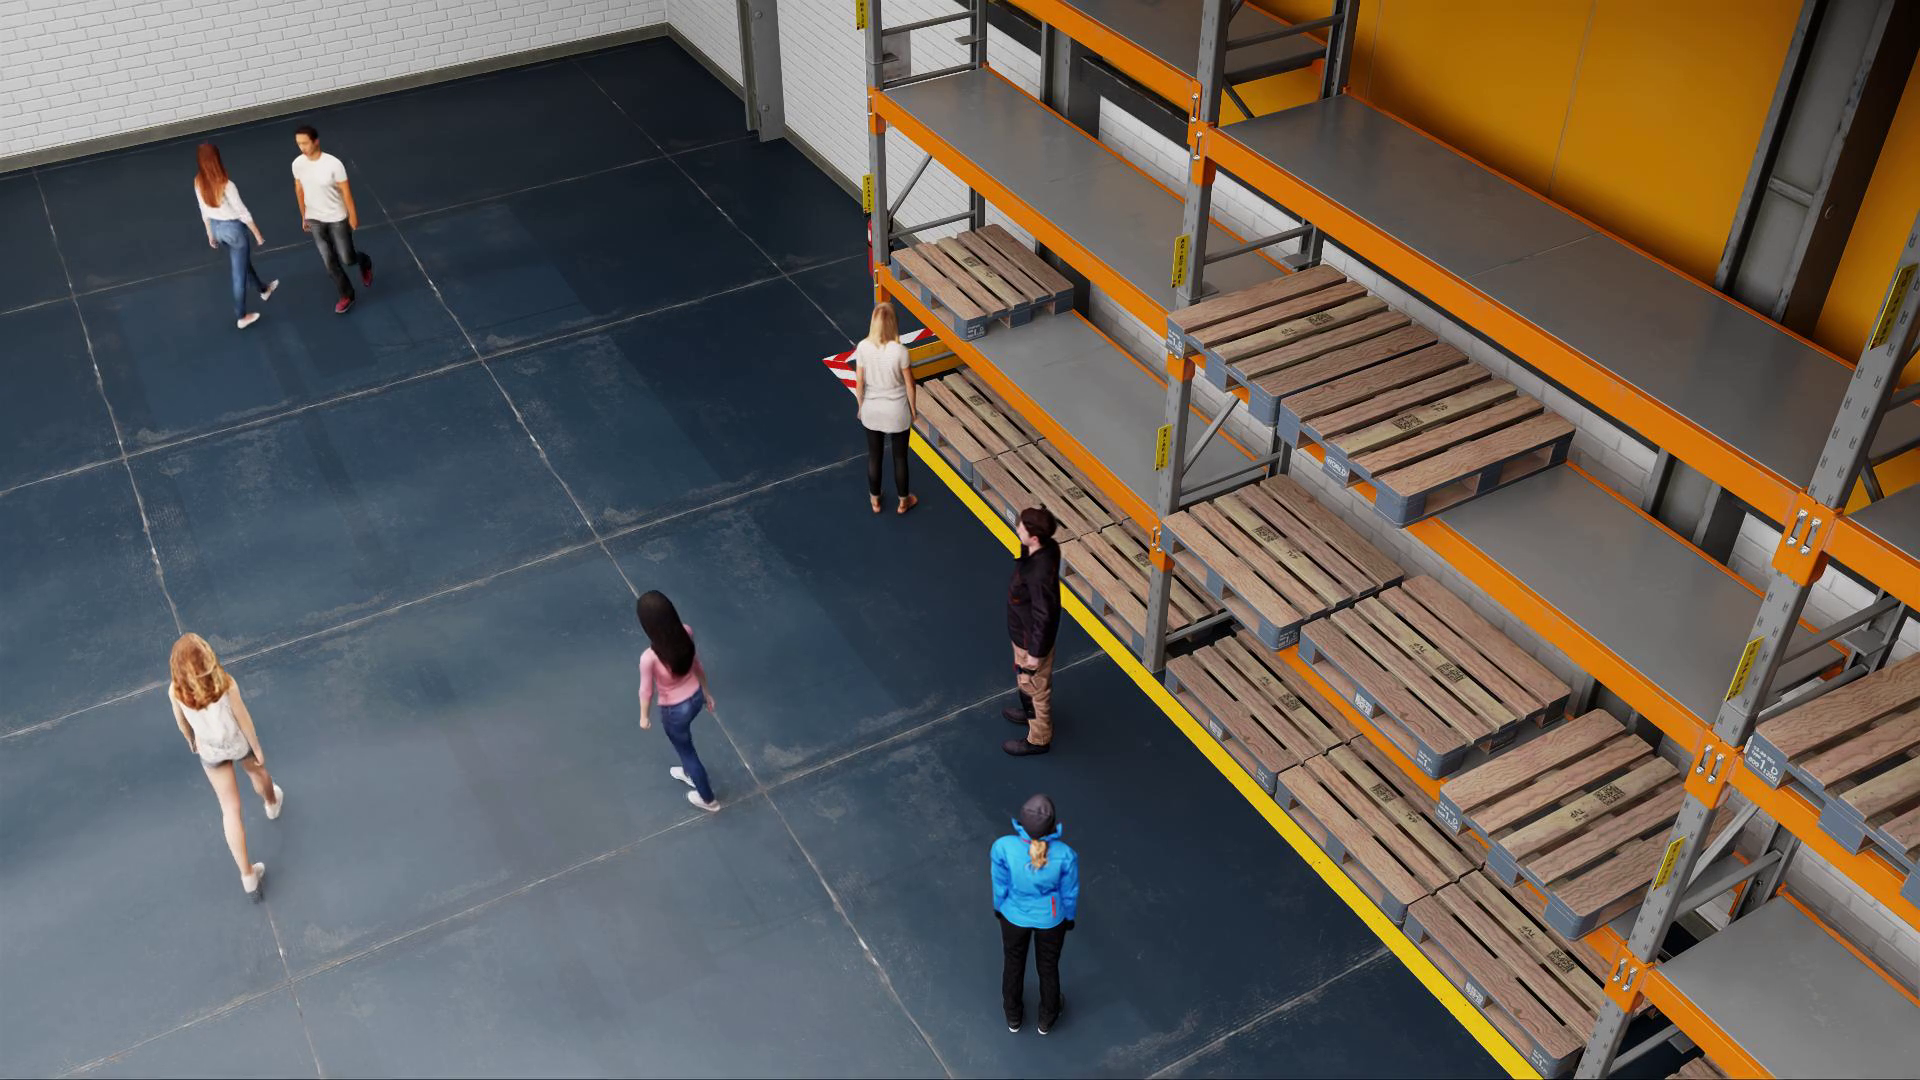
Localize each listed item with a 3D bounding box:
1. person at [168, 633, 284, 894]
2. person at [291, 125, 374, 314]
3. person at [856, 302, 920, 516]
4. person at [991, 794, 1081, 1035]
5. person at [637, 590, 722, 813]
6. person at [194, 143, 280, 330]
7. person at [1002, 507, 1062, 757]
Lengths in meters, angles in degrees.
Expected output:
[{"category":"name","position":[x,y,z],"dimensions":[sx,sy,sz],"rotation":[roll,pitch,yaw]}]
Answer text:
[{"category":"person","position":[-4.332,1.328,9.793],"dimensions":[0.837,1.713,1.189],"rotation":[-7,39,-8]},{"category":"person","position":[-5.688,-2.960,15.109],"dimensions":[0.903,1.781,0.991],"rotation":[3,39,4]},{"category":"person","position":[-0.560,-0.978,12.592],"dimensions":[0.694,1.825,0.728],"rotation":[5,39,7]},{"category":"person","position":[0.393,2.011,8.871],"dimensions":[0.690,1.797,0.728],"rotation":[6,39,7]},{"category":"person","position":[-1.654,1.047,10.133],"dimensions":[0.830,1.729,0.749],"rotation":[26,45,28]},{"category":"person","position":[-6.558,-2.681,14.820],"dimensions":[0.982,1.705,0.989],"rotation":[14,41,17]},{"category":"person","position":[0.474,0.582,10.558],"dimensions":[0.855,1.925,0.742],"rotation":[2,39,3]}]
